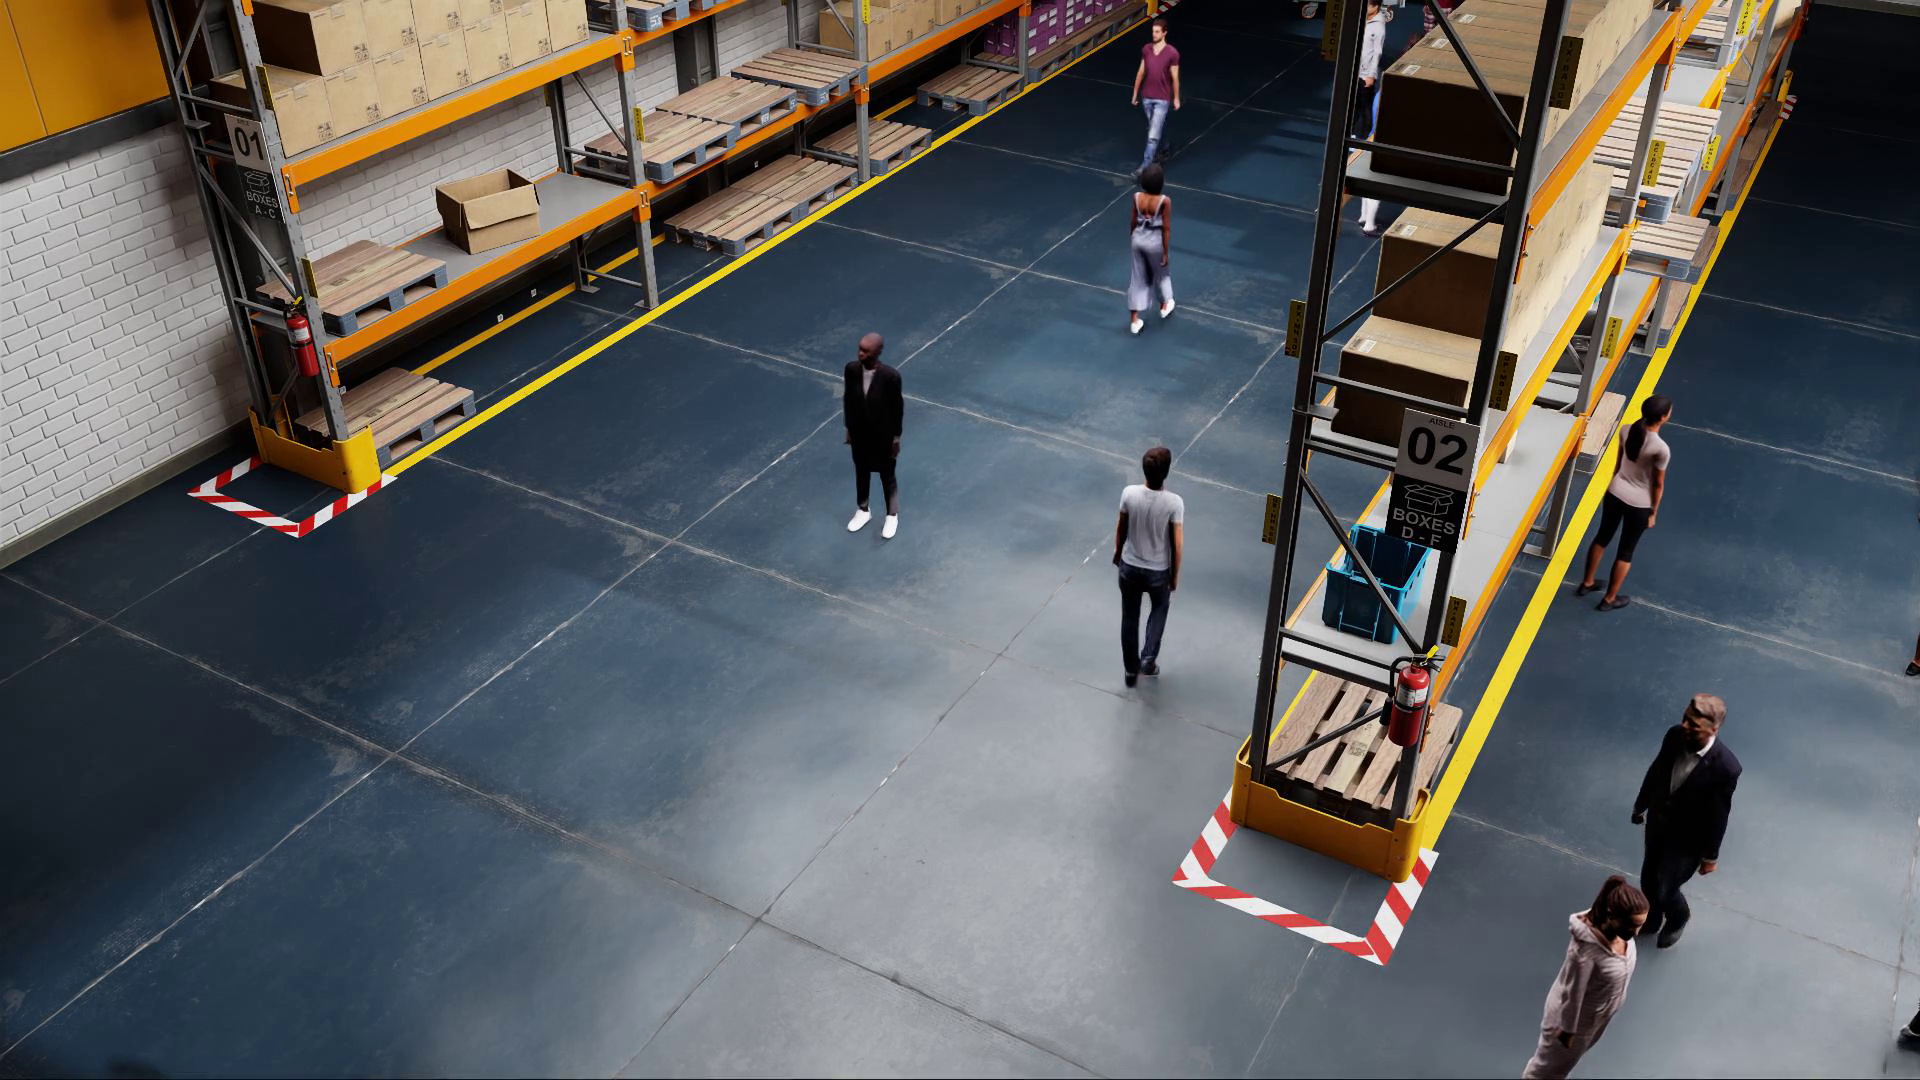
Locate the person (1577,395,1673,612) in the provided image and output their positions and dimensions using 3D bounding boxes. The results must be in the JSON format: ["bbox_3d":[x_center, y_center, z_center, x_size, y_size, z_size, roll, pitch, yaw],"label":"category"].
[{"bbox_3d":[4.900,-0.284,12.215,0.690,1.744,0.677,-17,37,-24],"label":"person"}]

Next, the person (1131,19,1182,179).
[{"bbox_3d":[2.366,-5.220,19.589,0.842,1.802,1.225,26,42,33],"label":"person"}]

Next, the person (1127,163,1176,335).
[{"bbox_3d":[1.795,-2.780,16.037,0.627,1.669,0.947,16,37,23],"label":"person"}]

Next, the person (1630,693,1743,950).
[{"bbox_3d":[4.114,1.587,9.347,0.899,1.803,0.861,-13,36,-19],"label":"person"}]

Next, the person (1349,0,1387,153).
[{"bbox_3d":[4.920,-5.708,20.205,0.797,1.932,0.778,-15,36,-21],"label":"person"}]

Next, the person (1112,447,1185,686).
[{"bbox_3d":[1.249,0.243,11.323,0.726,1.853,0.735,7,34,11],"label":"person"}]

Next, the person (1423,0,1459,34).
[{"bbox_3d":[6.598,-7.352,22.889,0.610,1.699,0.512,19,38,26],"label":"person"}]

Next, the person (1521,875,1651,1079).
[{"bbox_3d":[3.100,2.320,8.347,0.590,1.688,0.750,-29,43,-36],"label":"person"}]

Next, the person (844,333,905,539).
[{"bbox_3d":[-0.665,-0.843,13.040,0.670,1.761,0.599,12,36,18],"label":"person"}]
